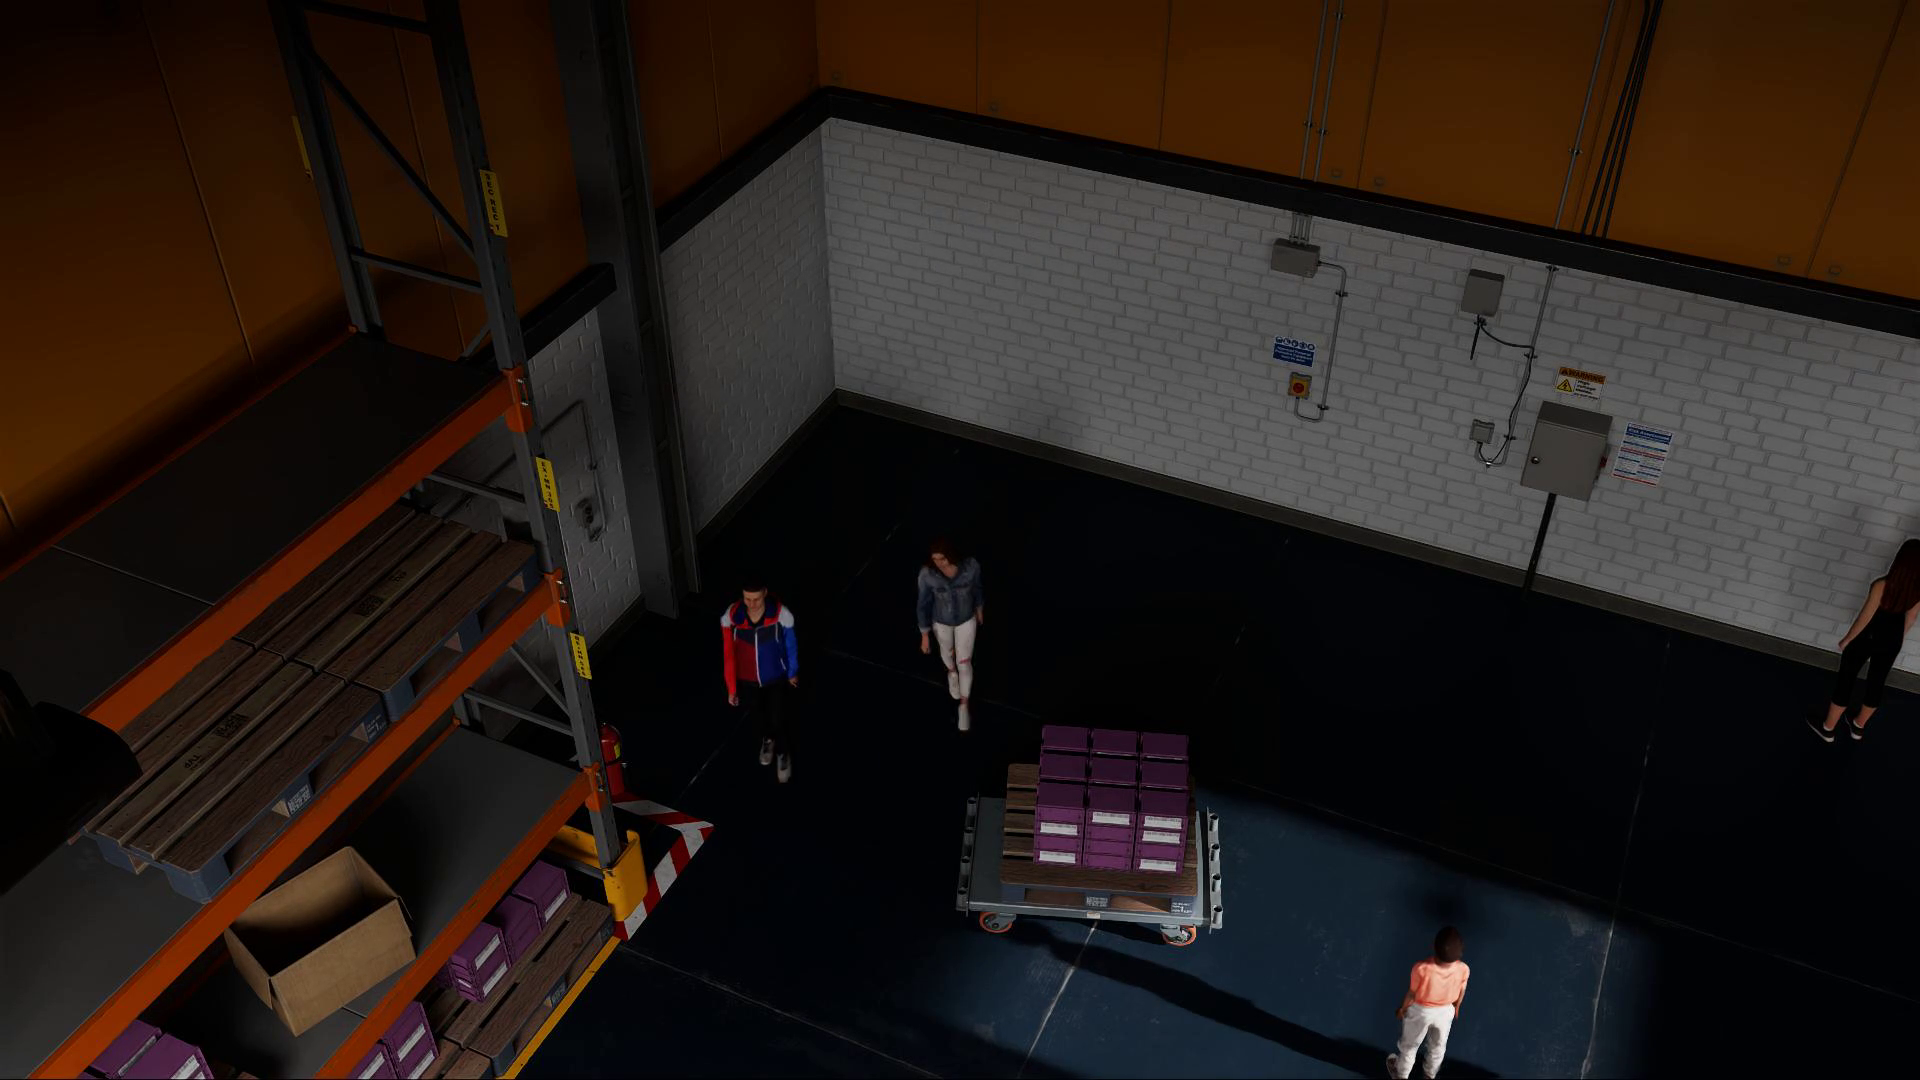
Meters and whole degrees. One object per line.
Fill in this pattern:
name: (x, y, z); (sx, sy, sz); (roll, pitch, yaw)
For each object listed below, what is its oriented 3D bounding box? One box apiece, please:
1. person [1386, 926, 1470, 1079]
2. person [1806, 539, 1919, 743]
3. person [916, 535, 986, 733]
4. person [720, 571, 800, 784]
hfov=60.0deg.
person: (2.642, 2.637, 9.342); (0.554, 1.309, 0.560); (2, 39, 2)
person: (6.303, 0.694, 11.441); (0.645, 1.726, 0.651); (-1, 39, -2)
person: (-0.038, 0.510, 11.726); (0.873, 1.658, 0.996); (-7, 39, -9)
person: (-1.325, 0.824, 11.265); (0.740, 1.741, 0.778); (4, 39, 5)
